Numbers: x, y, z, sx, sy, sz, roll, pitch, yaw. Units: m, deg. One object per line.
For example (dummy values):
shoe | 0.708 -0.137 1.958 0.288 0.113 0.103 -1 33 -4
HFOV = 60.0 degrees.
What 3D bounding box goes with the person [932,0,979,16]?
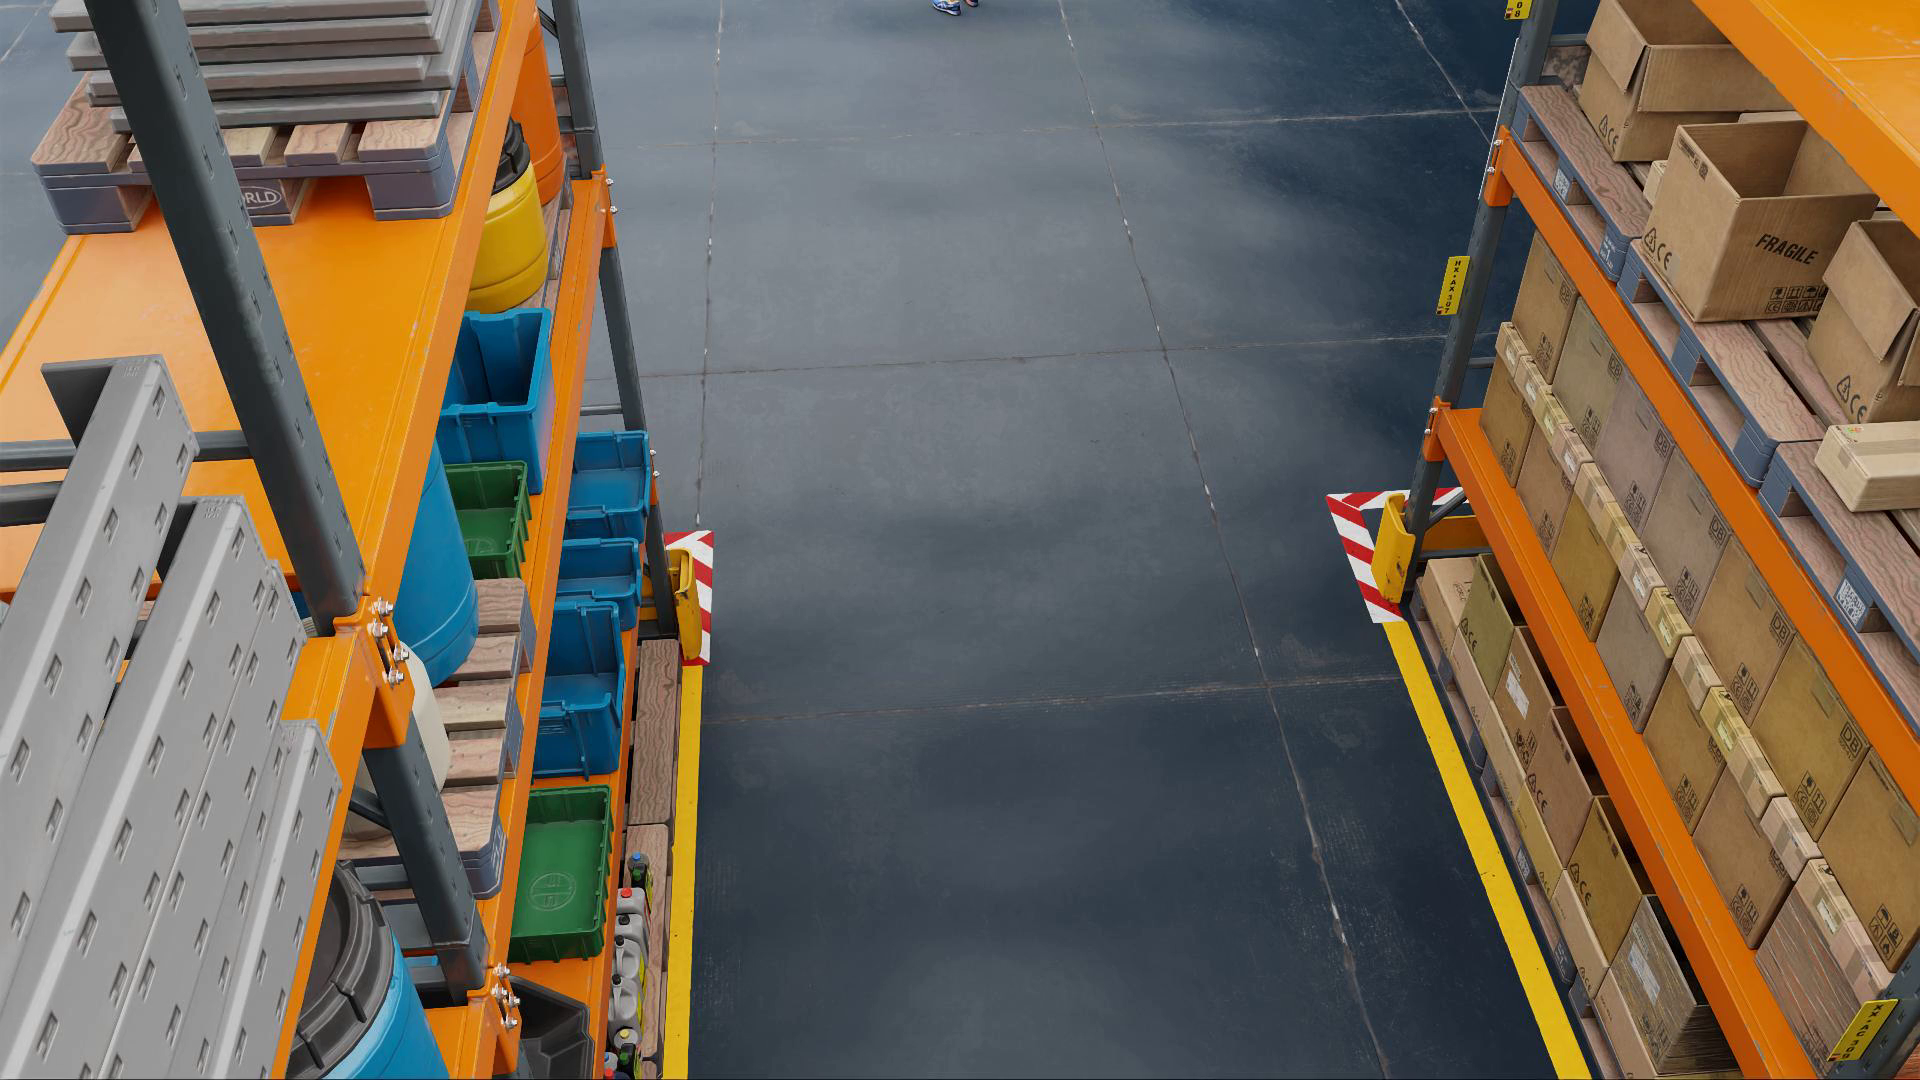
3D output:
person | -0.024 -5.421 14.107 0.702 1.866 0.739 -32 51 -30
